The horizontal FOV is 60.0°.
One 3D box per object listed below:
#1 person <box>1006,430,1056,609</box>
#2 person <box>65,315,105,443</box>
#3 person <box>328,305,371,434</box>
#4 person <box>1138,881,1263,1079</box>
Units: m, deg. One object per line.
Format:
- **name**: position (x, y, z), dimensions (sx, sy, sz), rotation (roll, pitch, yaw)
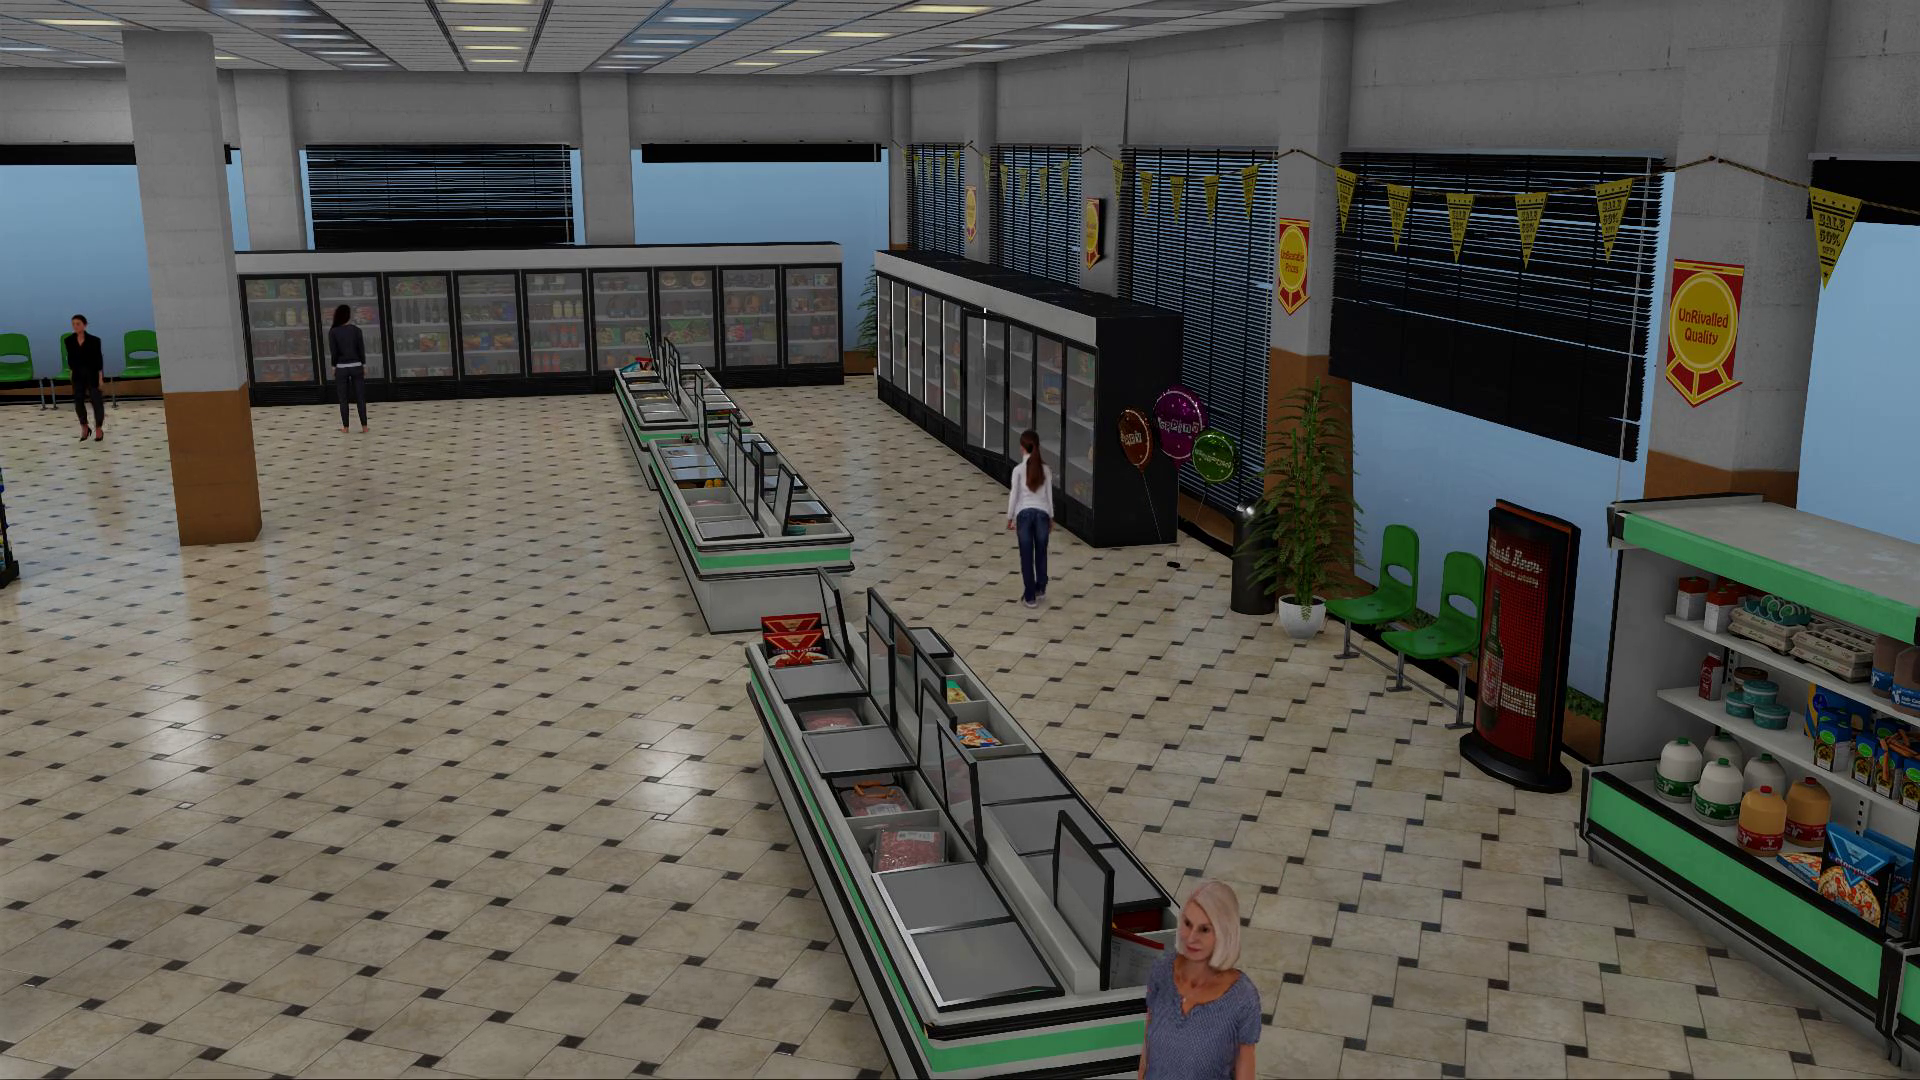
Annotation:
- **person**: position (0.640, -0.166, 14.390), dimensions (0.554, 1.548, 0.634), rotation (-3, 14, -12)
- **person**: position (-11.680, -2.180, 22.357), dimensions (0.689, 1.706, 0.671), rotation (-2, 14, -6)
- **person**: position (-8.460, -2.377, 23.031), dimensions (0.644, 1.771, 0.567), rotation (-6, 15, -23)
- **person**: position (0.802, 1.910, 5.504), dimensions (1.008, 1.702, 0.968), rotation (12, 18, 40)
